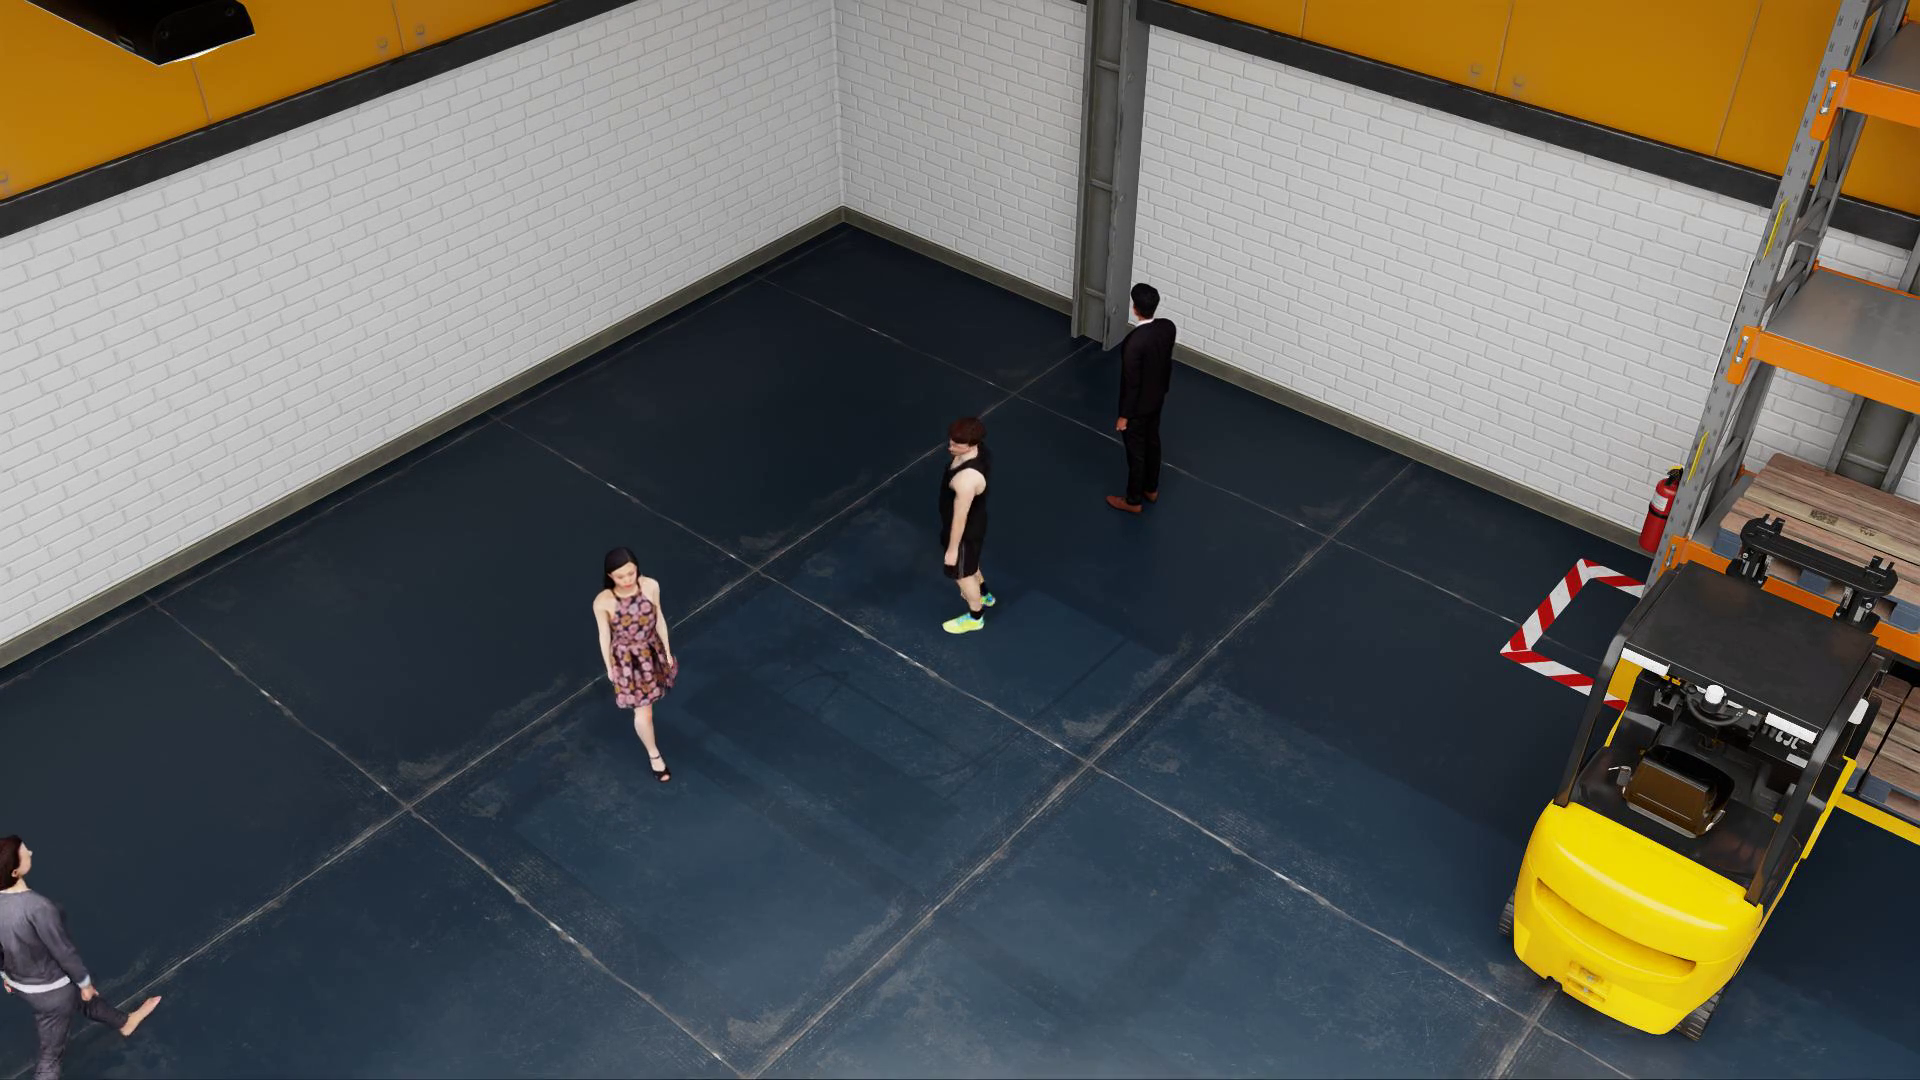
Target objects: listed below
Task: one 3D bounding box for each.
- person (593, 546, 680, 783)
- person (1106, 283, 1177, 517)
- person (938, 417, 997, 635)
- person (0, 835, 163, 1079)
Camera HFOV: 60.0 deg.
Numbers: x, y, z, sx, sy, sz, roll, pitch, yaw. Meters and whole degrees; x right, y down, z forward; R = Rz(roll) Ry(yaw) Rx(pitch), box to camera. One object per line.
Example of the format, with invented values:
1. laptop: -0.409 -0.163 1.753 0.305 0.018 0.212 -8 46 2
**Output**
1. person: -1.974 0.689 10.051 0.777 1.758 0.996 -23 44 -26
2. person: 1.334 -1.016 12.089 0.538 1.878 0.690 29 47 31
3. person: 0.029 -0.104 10.969 0.907 1.852 0.900 9 40 11
4. person: -4.565 2.229 8.158 1.193 1.713 0.936 12 40 15
